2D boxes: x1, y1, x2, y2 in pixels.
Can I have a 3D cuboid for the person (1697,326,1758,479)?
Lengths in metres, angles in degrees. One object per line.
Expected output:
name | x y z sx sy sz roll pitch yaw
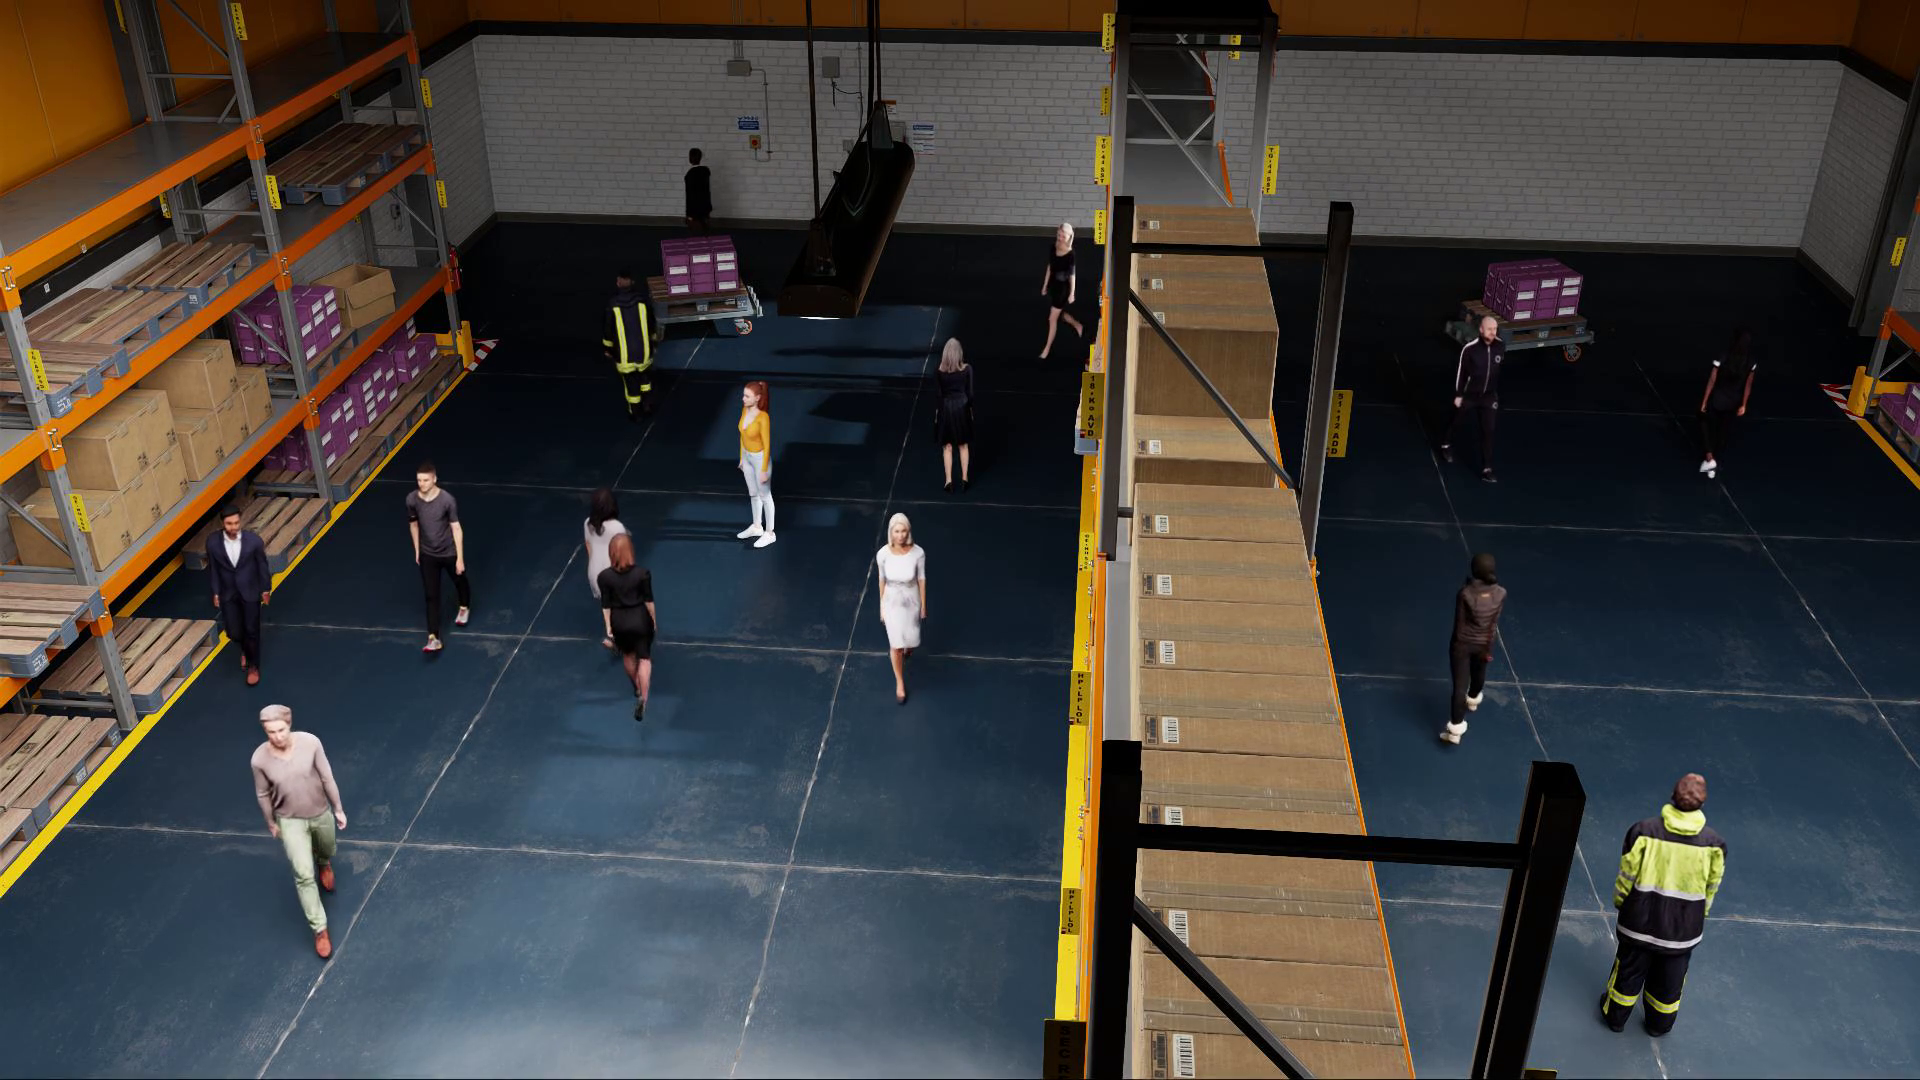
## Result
person | 8.179 -1.432 17.763 0.621 1.719 0.704 3 29 5

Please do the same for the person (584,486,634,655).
person | -3.109 0.303 14.707 0.800 1.600 0.877 15 32 25

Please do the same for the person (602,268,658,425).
person | -3.735 -2.201 19.037 0.946 1.850 0.980 -14 32 -24

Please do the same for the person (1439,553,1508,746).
person | 4.199 0.789 13.753 0.657 1.661 1.113 1 29 2

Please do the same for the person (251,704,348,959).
person | -4.564 1.875 11.566 1.122 1.847 1.297 -16 32 -26

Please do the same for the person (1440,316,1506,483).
person | 5.512 -1.573 17.965 0.945 1.773 1.326 -5 29 -9

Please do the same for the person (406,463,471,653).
person | -4.642 0.084 14.992 0.694 1.711 1.141 1 29 2

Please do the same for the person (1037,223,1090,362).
person | 1.314 -3.115 20.771 1.126 1.794 1.090 -17 33 -28

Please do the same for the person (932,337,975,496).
person | -0.063 -1.307 17.504 0.652 1.747 0.637 -4 29 -7

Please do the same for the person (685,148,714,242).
person | -3.667 -4.673 23.617 0.870 1.803 0.809 16 32 26

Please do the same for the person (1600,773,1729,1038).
person | 4.474 2.324 10.601 0.810 1.983 0.702 7 29 13

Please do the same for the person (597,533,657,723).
person | -2.730 0.760 13.784 0.751 1.680 1.034 -5 29 -9

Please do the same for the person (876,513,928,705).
person | -0.503 0.525 14.161 0.668 1.734 0.907 -3 29 -5

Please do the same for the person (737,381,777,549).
person | -2.013 -0.773 16.522 0.745 1.750 0.689 -23 36 -36

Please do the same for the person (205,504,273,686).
person | -6.192 0.415 14.391 0.769 1.706 0.799 -5 29 -8
